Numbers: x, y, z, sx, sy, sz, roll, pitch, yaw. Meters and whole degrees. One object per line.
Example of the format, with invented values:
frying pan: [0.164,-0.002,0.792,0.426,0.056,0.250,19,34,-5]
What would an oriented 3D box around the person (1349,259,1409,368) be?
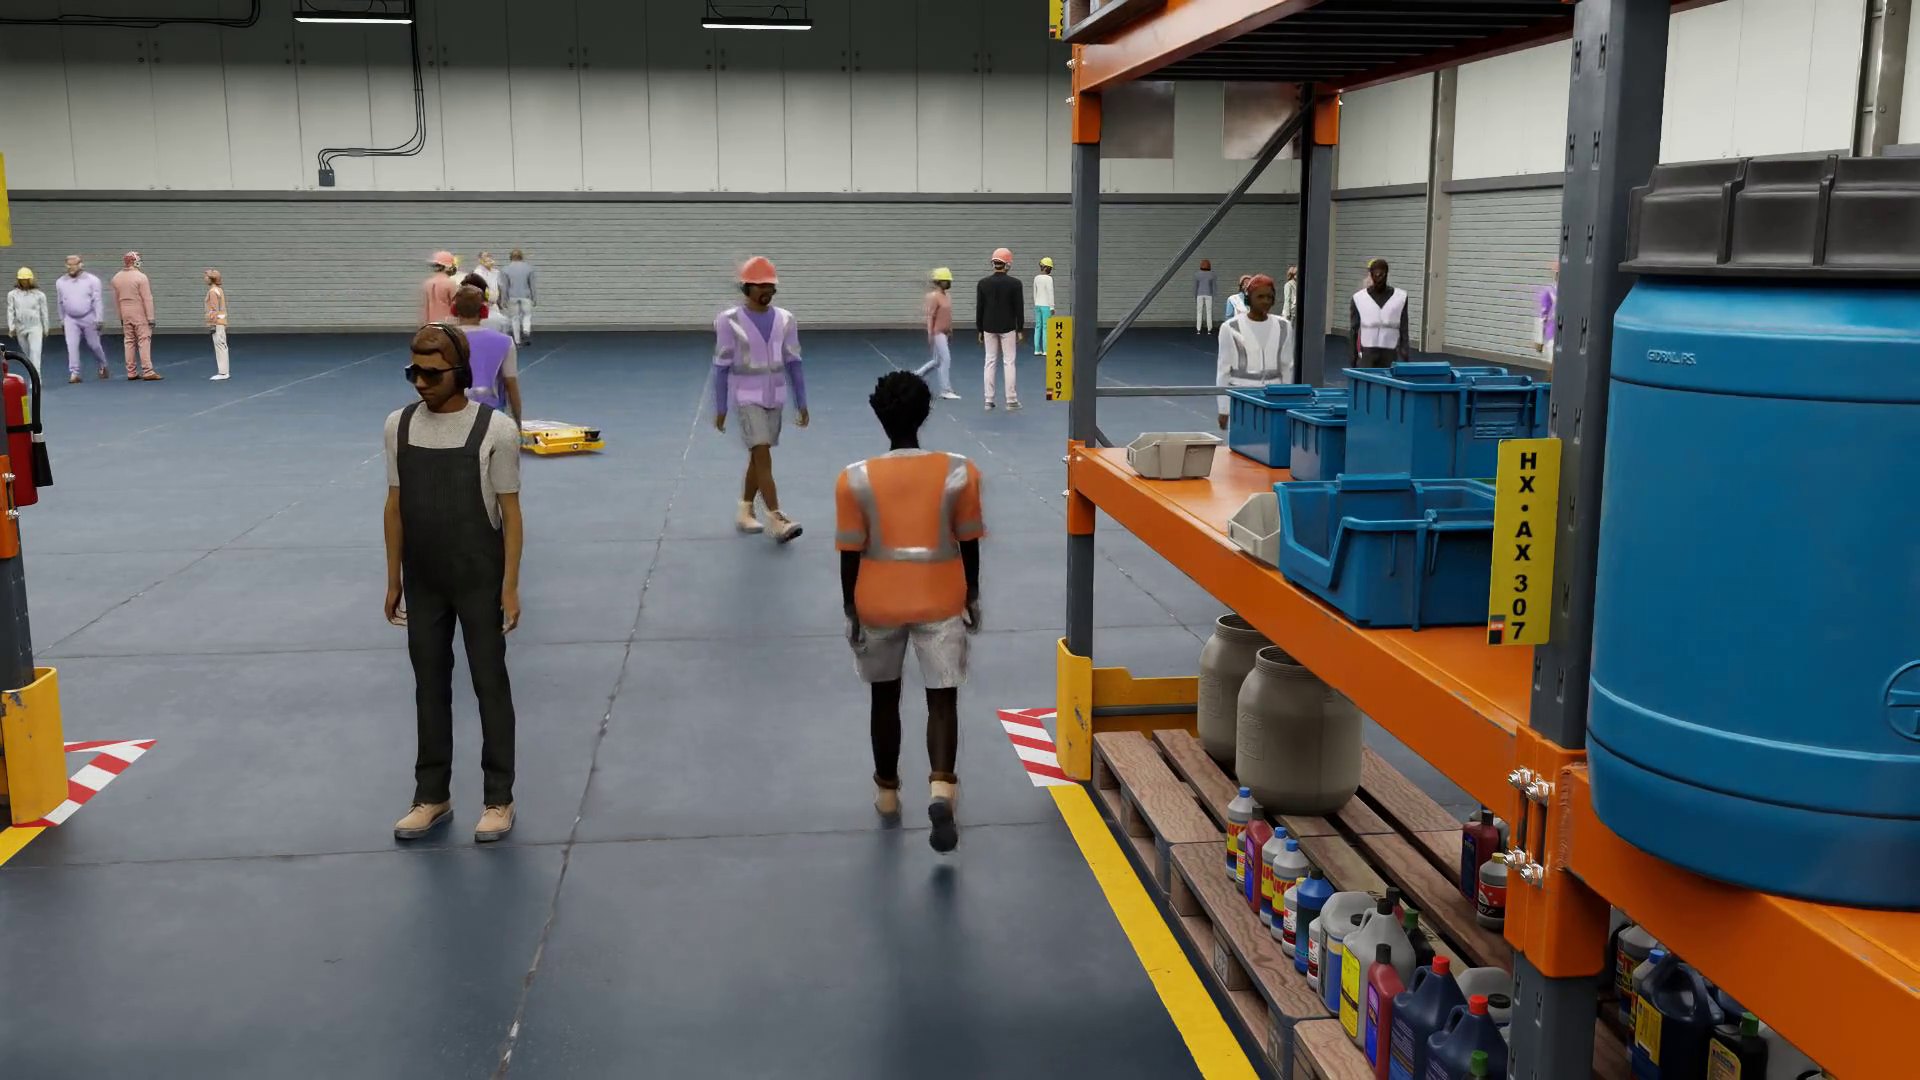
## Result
person: [4.386,-1.988,17.439,0.629,1.903,0.474,1,10,7]

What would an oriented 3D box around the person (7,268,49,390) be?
person: [-13.151,-2.995,23.522,0.481,1.703,0.898,-3,11,-15]

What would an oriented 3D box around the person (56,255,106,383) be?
person: [-12.980,-3.275,24.600,0.656,1.878,0.853,-2,11,-11]

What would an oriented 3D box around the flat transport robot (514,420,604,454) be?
flat transport robot: [-4.249,-1.056,16.817,0.652,0.197,1.431,-9,14,-41]

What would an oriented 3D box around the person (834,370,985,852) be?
person: [-0.173,0.242,5.842,0.537,1.674,0.718,-1,10,-3]

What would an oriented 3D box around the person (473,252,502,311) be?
person: [-8.838,-4.424,30.954,0.520,1.850,0.487,-9,14,-41]

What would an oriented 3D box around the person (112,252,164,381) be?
person: [-12.251,-3.327,24.778,0.639,1.910,0.406,3,11,18]

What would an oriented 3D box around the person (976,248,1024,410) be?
person: [0.503,-2.598,20.541,0.612,1.994,0.395,4,11,21]

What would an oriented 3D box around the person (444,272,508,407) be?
person: [-3.889,-1.210,13.334,0.535,1.841,0.706,-6,12,-31]

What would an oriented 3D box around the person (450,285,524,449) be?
person: [-3.148,-0.746,10.859,0.581,1.812,0.781,-2,10,-9]

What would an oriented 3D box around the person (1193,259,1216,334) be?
person: [5.383,-5.348,36.608,0.502,1.632,0.279,3,11,16]

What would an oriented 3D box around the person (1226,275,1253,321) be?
person: [3.710,-2.635,21.718,0.522,1.638,0.310,-2,11,-11]

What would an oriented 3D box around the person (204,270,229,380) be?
person: [-11.124,-3.217,24.894,0.306,1.645,0.522,-3,11,-16]

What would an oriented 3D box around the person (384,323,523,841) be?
person: [-1.790,0.155,5.878,0.505,1.839,0.344,1,10,7]

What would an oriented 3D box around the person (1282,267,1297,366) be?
person: [5.533,-3.732,27.724,0.313,1.642,0.513,6,12,31]

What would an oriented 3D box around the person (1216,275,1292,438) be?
person: [2.138,-0.980,12.067,0.588,1.864,0.412,-3,11,-16]

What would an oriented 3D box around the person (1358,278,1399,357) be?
person: [7.319,-4.039,29.183,0.551,1.713,0.912,-6,12,-28]

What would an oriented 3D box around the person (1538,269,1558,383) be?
person: [7.358,-2.510,20.378,0.561,1.891,1.011,-1,10,-7]

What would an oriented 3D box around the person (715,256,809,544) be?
person: [-1.362,-0.985,11.709,0.630,1.984,1.031,-7,13,-35]

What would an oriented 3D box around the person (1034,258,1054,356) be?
person: [1.525,-4.171,29.815,0.324,1.760,0.523,-7,12,-34]

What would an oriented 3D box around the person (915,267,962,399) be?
person: [-0.334,-2.734,22.010,0.745,1.743,0.520,4,11,22]

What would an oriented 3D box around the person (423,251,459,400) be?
person: [-6.556,-2.724,21.391,0.618,1.938,1.037,10,14,43]

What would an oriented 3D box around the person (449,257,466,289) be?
person: [-9.393,-4.330,30.662,0.652,1.757,0.956,3,11,17]

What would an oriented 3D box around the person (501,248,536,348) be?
person: [-8.480,-4.647,31.964,0.653,1.921,0.477,-3,11,-16]

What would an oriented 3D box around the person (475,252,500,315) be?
person: [-8.364,-4.150,29.430,0.763,1.857,0.646,2,11,13]
